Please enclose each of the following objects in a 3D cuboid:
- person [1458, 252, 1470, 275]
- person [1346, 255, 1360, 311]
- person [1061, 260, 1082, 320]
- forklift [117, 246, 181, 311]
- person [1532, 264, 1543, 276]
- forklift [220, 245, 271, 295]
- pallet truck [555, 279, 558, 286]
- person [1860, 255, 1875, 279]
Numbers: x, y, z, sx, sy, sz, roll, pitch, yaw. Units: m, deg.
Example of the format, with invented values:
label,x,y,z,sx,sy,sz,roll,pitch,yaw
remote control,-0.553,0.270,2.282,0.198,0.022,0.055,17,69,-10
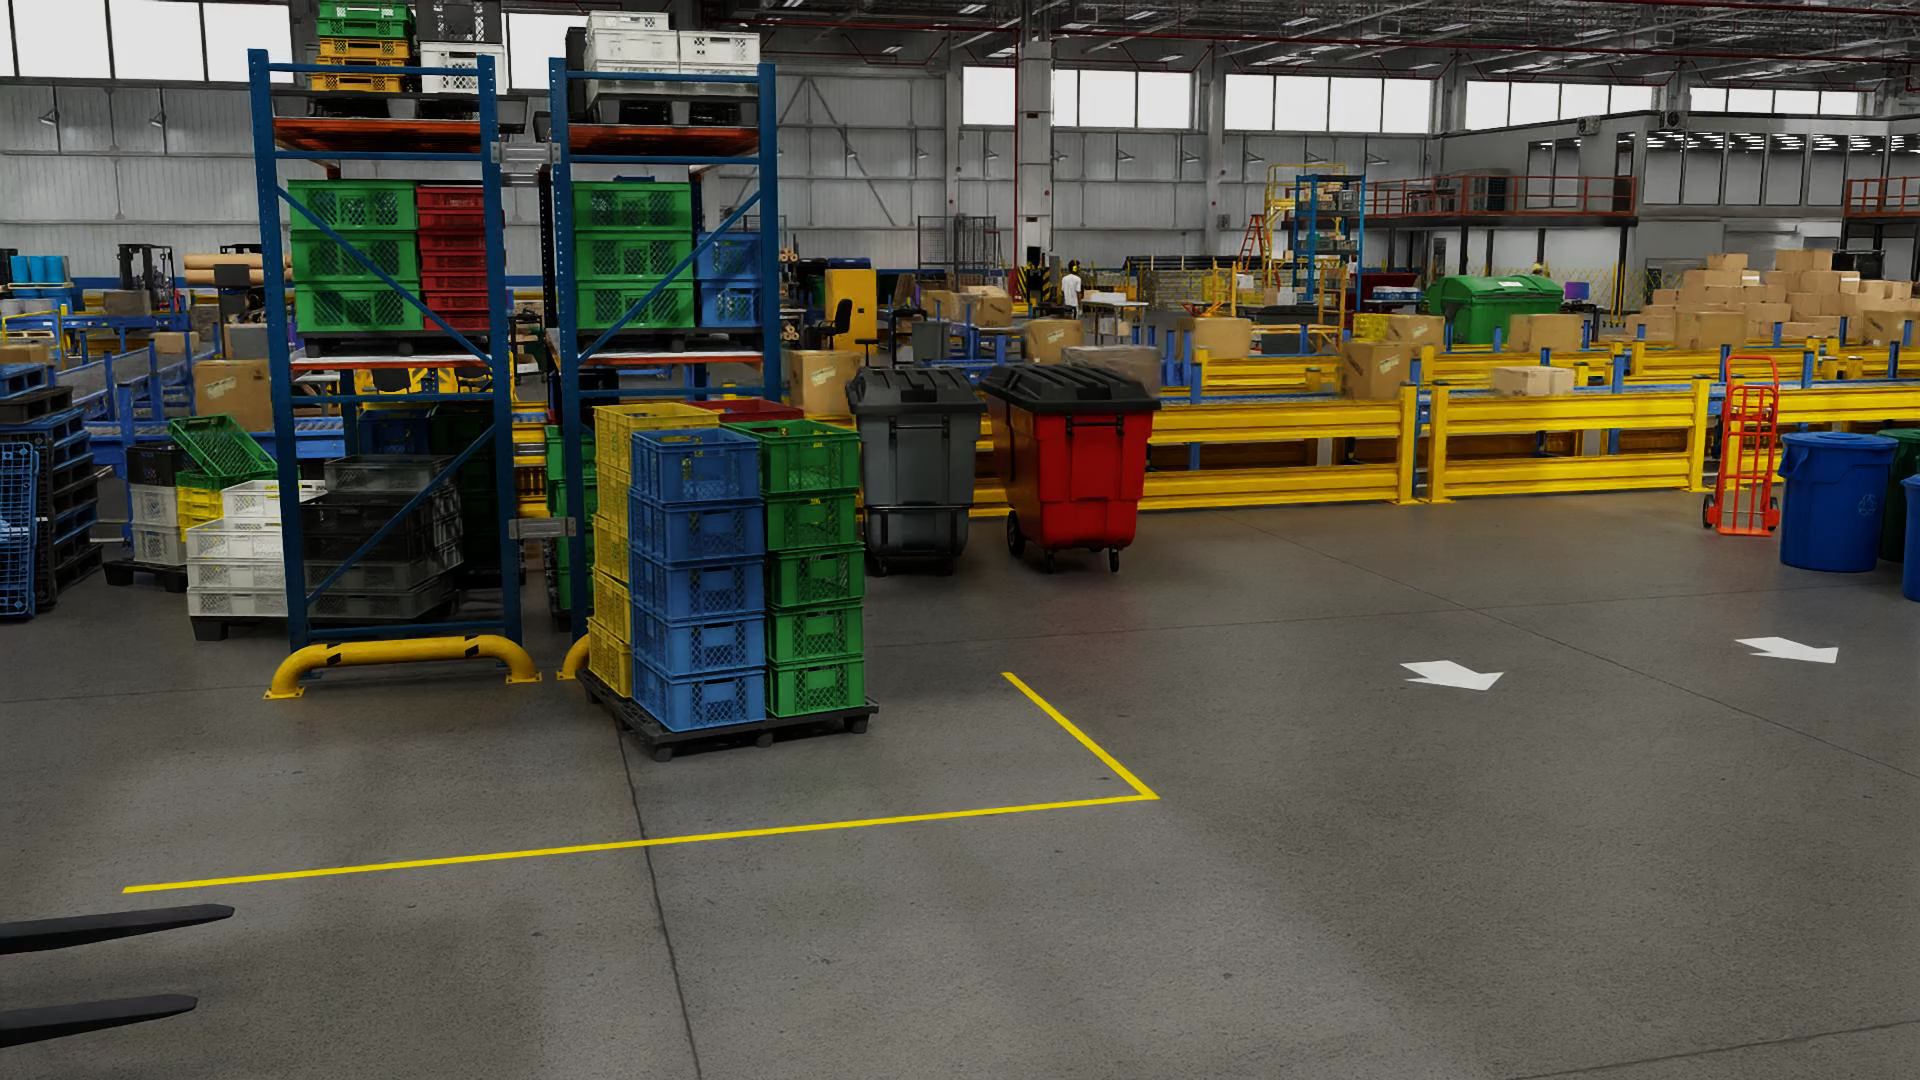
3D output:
label,x,y,z,sx,sy,sz,roll,pitch,yaw
person,17.419,-8.976,57.480,0.381,1.924,0.593,7,12,33
person,12.845,-8.410,54.401,0.575,1.882,0.361,9,13,40
person,2.156,-4.439,31.971,0.334,1.864,0.517,-9,13,-40
forklift,-19.966,-6.232,40.894,1.157,1.987,2.680,-3,10,-15
person,12.910,-5.325,37.387,0.535,1.717,0.903,0,10,-1
forklift,-17.749,-6.334,41.440,1.157,1.987,2.680,-3,10,-17
pallet truck,-10.604,-6.375,44.520,0.653,1.274,1.630,-3,10,-15
person,23.013,-6.292,42.283,0.577,1.923,0.400,-6,11,-29
